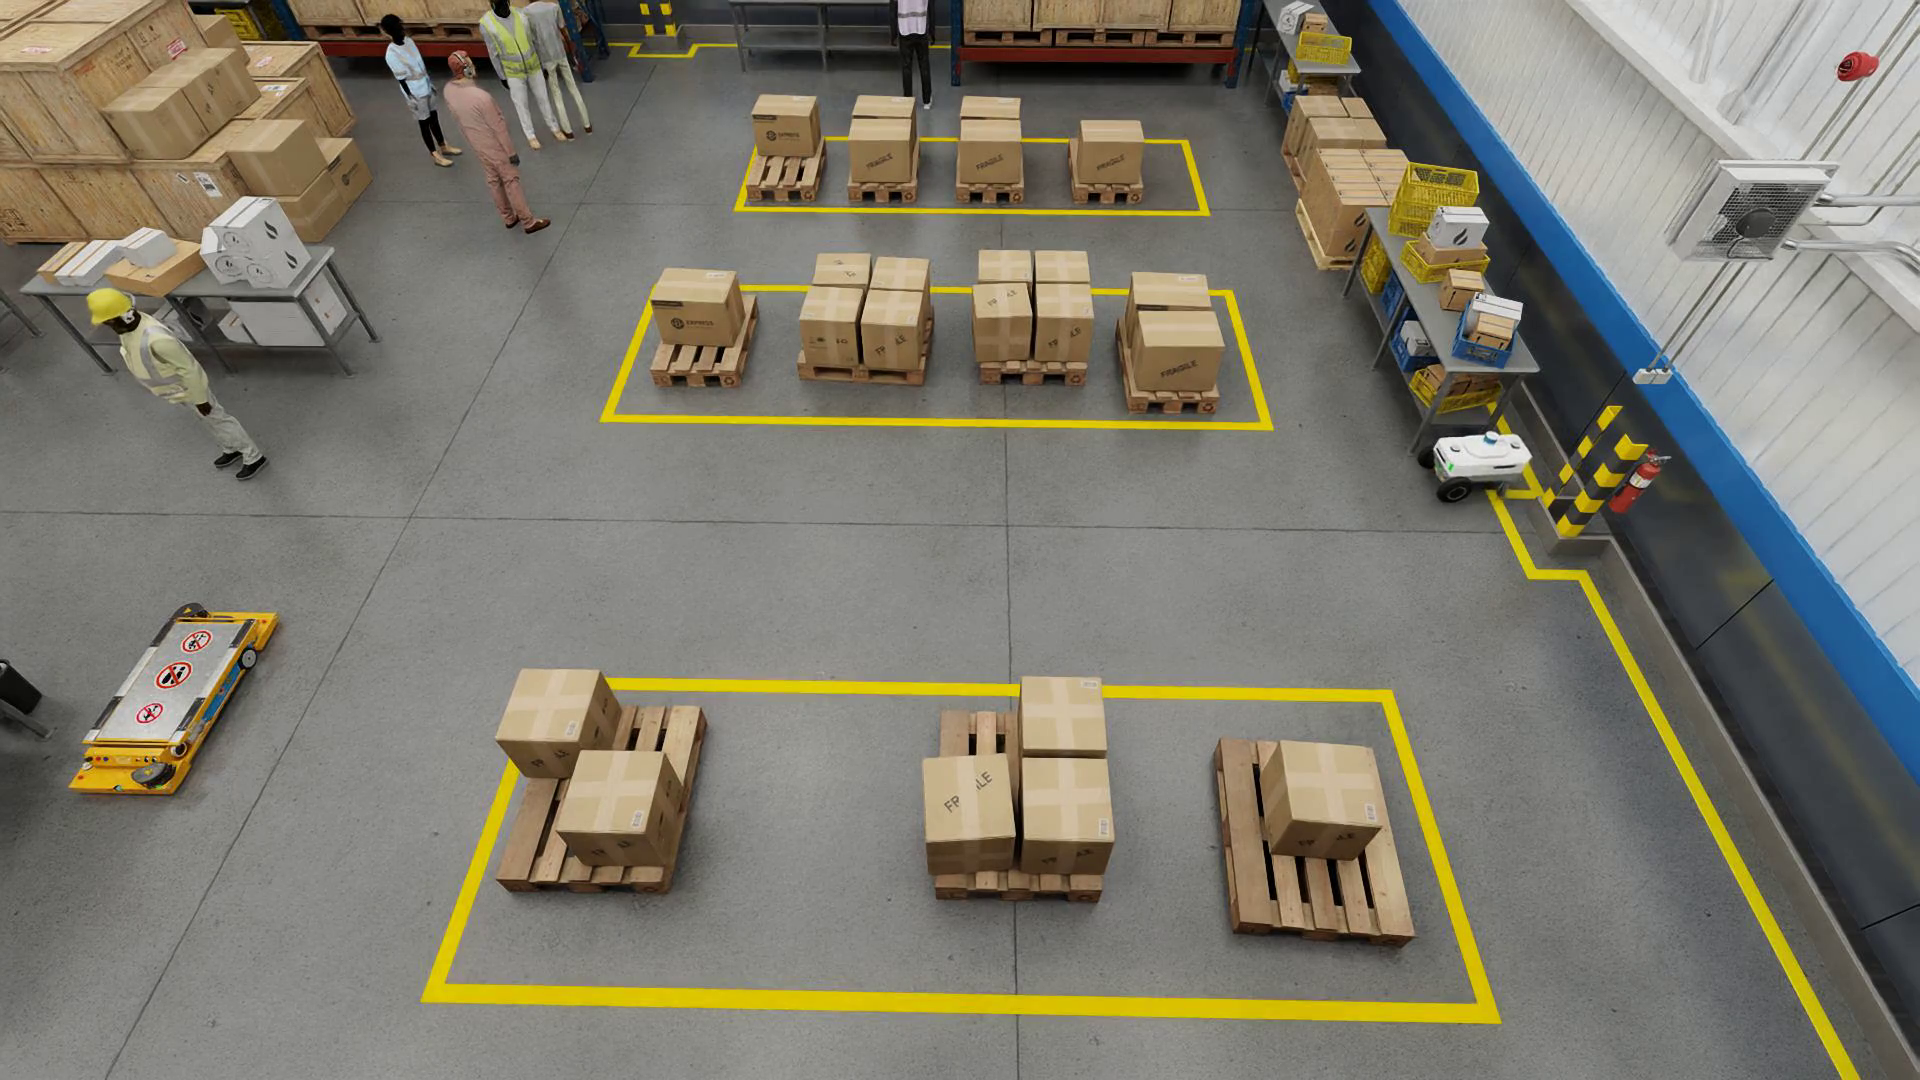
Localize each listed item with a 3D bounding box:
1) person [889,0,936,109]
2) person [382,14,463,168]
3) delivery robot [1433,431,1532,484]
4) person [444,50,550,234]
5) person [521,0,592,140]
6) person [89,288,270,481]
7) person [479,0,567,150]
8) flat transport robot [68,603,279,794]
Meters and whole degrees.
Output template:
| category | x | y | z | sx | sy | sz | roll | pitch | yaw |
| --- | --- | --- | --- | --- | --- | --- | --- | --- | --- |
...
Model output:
| category | x | y | z | sx | sy | sz | roll | pitch | yaw |
| --- | --- | --- | --- | --- | --- | --- | --- | --- | --- |
| person | -0.604 | -6.555 | 11.824 | 0.590 | 1.918 | 0.386 | -5 | 50 | -4 |
| person | -6.472 | -5.374 | 10.968 | 0.322 | 1.695 | 0.536 | 3 | 50 | 3 |
| delivery robot | 4.371 | -0.705 | 7.702 | 0.707 | 0.478 | 0.477 | -3 | 50 | -3 |
| person | -5.031 | -4.260 | 9.889 | 0.639 | 1.910 | 0.407 | 22 | 53 | 17 |
| person | -5.032 | -5.972 | 11.377 | 0.532 | 1.857 | 0.358 | -31 | 57 | -24 |
| person | -6.285 | -1.243 | 7.386 | 0.586 | 1.832 | 0.403 | 26 | 55 | 21 |
| person | -5.349 | -5.750 | 11.202 | 0.623 | 1.835 | 0.431 | -31 | 56 | -24 |
| flat transport robot | -5.504 | 1.072 | 6.442 | 0.652 | 0.197 | 1.431 | 1 | 50 | 1 |
